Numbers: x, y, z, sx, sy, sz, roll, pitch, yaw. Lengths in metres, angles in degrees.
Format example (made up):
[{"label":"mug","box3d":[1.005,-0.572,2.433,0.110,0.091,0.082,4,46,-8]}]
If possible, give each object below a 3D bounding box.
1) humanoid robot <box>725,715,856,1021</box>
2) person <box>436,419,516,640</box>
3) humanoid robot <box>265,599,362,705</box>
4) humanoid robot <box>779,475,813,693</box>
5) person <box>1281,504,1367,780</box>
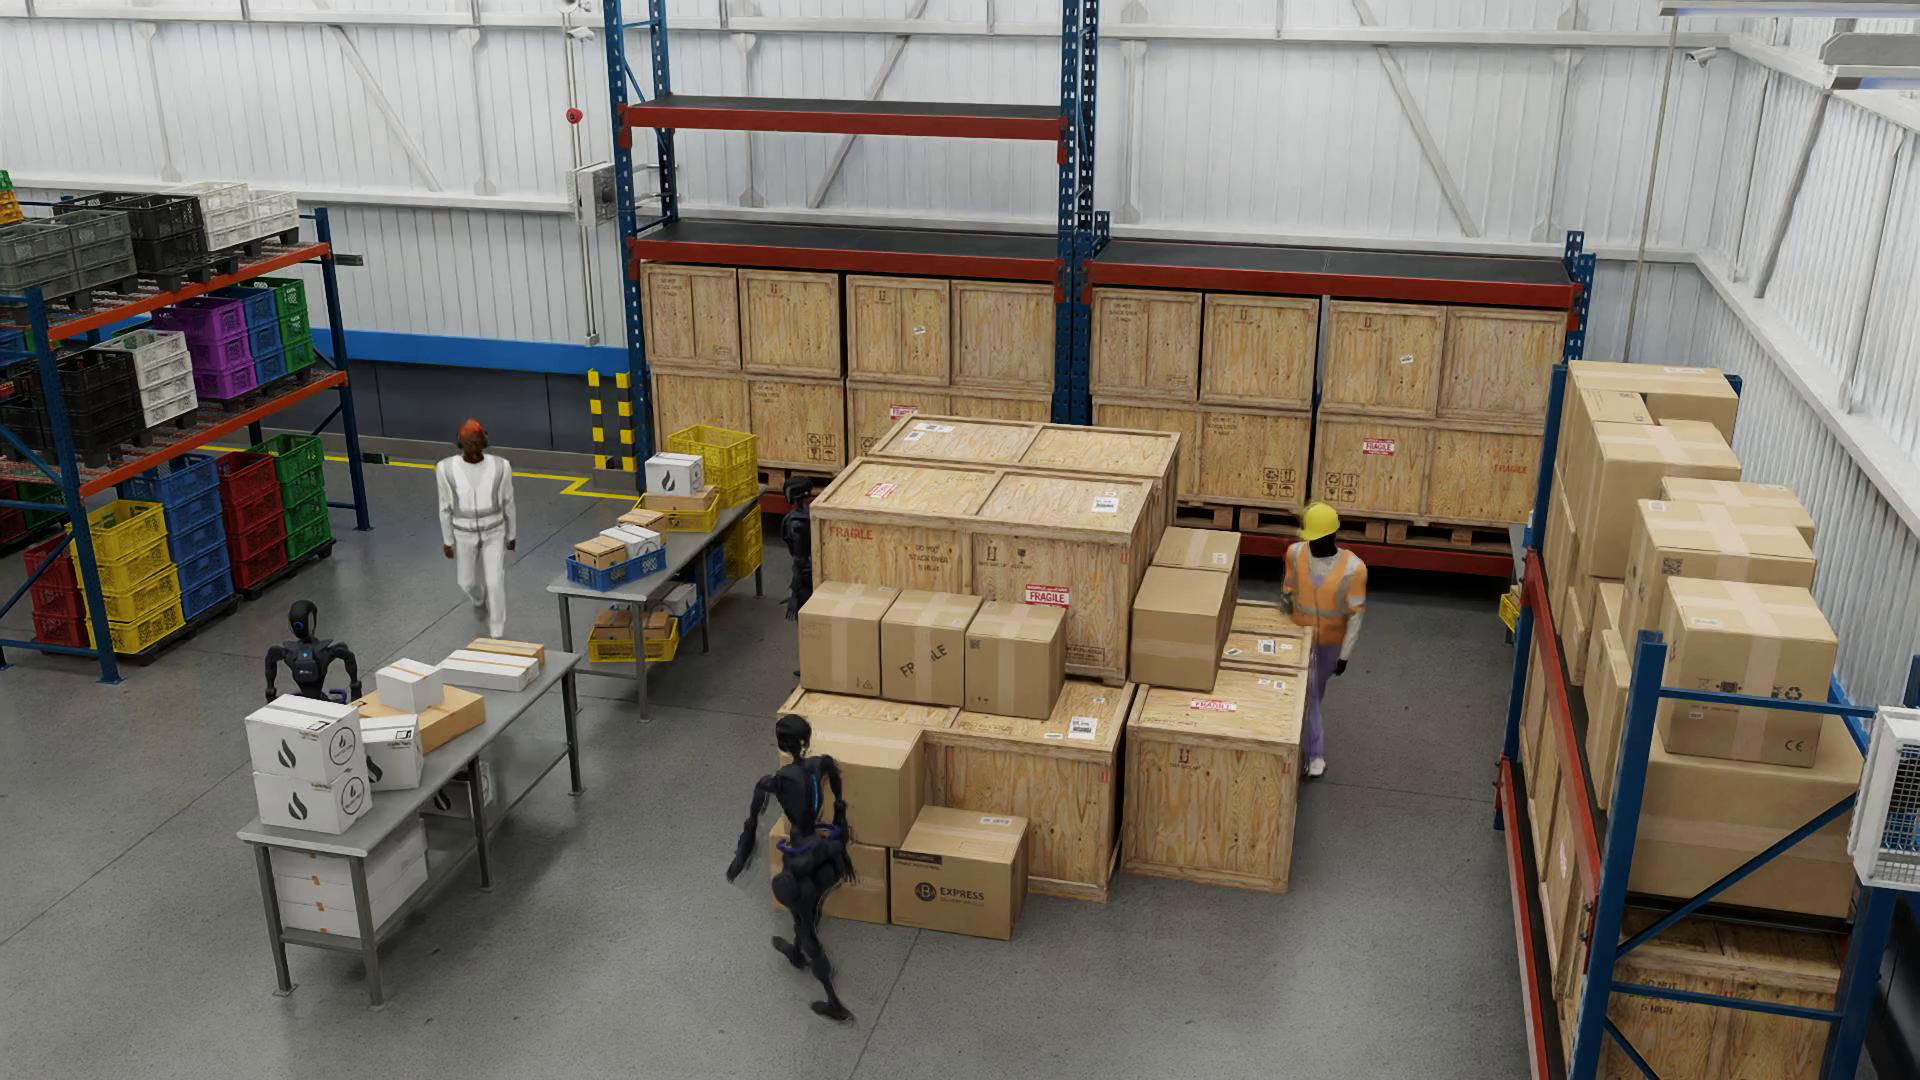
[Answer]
[{"label":"humanoid robot","box3d":[-0.822,1.686,8.722,0.768,1.627,0.559,18,27,39]},{"label":"person","box3d":[-3.739,-0.065,12.970,0.572,1.867,0.637,-5,21,-12]},{"label":"humanoid robot","box3d":[-3.876,1.137,10.078,0.600,1.658,0.325,-4,21,-10]},{"label":"humanoid robot","box3d":[-1.163,0.318,12.223,0.310,1.656,0.616,0,21,0]},{"label":"person","box3d":[2.395,0.645,11.103,0.561,1.865,0.881,6,22,16]}]
